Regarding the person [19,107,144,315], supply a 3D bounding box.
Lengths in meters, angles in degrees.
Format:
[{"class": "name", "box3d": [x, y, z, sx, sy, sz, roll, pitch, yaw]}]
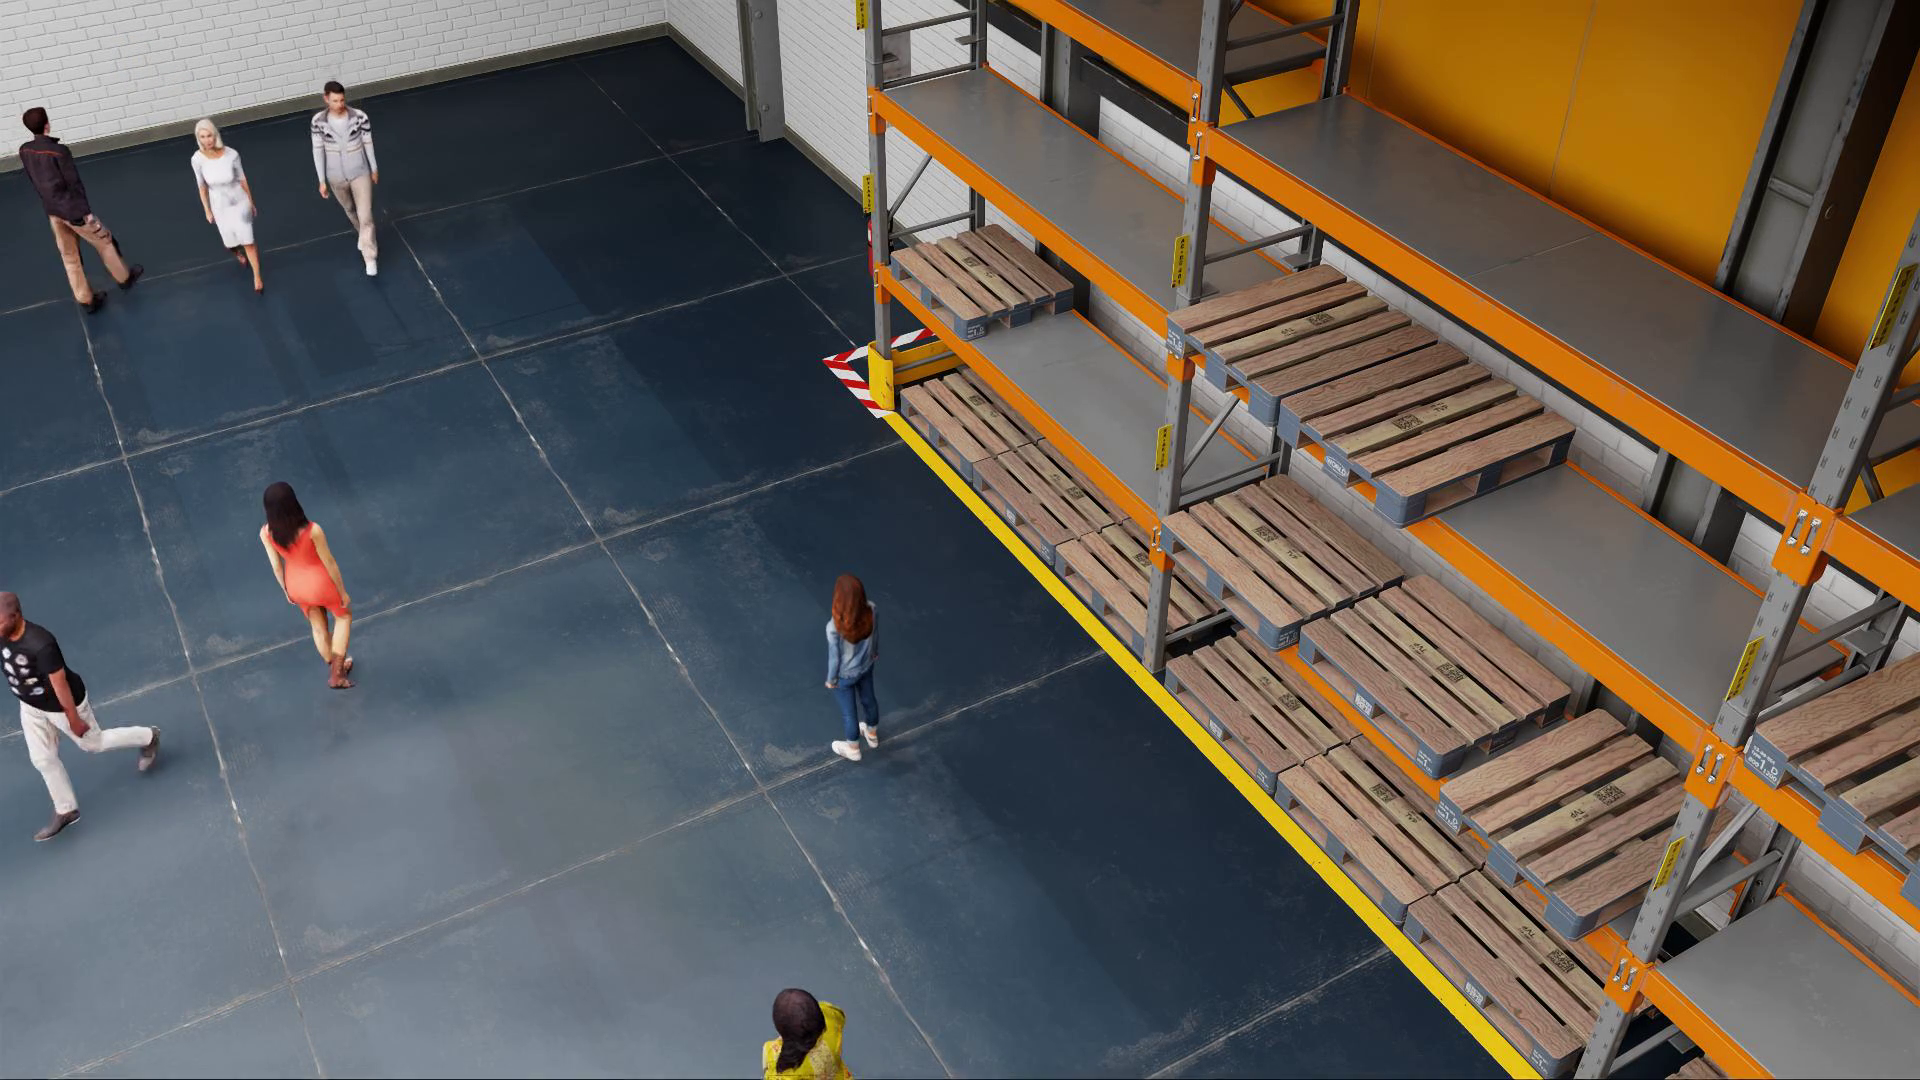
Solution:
[{"class": "person", "box3d": [-8.070, -2.914, 14.953, 1.068, 1.903, 1.157, 6, 39, 7]}]

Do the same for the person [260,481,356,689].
[{"class": "person", "box3d": [-4.287, 0.378, 10.987, 0.766, 1.710, 0.842, 0, 39, 0]}]

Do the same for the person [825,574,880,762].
[{"class": "person", "box3d": [-0.680, 0.808, 10.635, 0.614, 1.476, 0.569, -31, 48, -33]}]

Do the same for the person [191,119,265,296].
[{"class": "person", "box3d": [-6.736, -3.111, 15.340, 0.642, 1.728, 0.851, -18, 42, -21]}]

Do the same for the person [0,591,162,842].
[{"class": "person", "box3d": [-5.474, 0.955, 10.214, 1.226, 1.771, 1.171, 16, 41, 19]}]

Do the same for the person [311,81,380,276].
[{"class": "person", "box3d": [-5.790, -3.495, 15.765, 0.988, 1.798, 1.328, -7, 39, -8]}]

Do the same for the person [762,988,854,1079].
[{"class": "person", "box3d": [-0.655, 2.764, 8.049, 0.923, 1.646, 0.931, 26, 45, 29]}]
